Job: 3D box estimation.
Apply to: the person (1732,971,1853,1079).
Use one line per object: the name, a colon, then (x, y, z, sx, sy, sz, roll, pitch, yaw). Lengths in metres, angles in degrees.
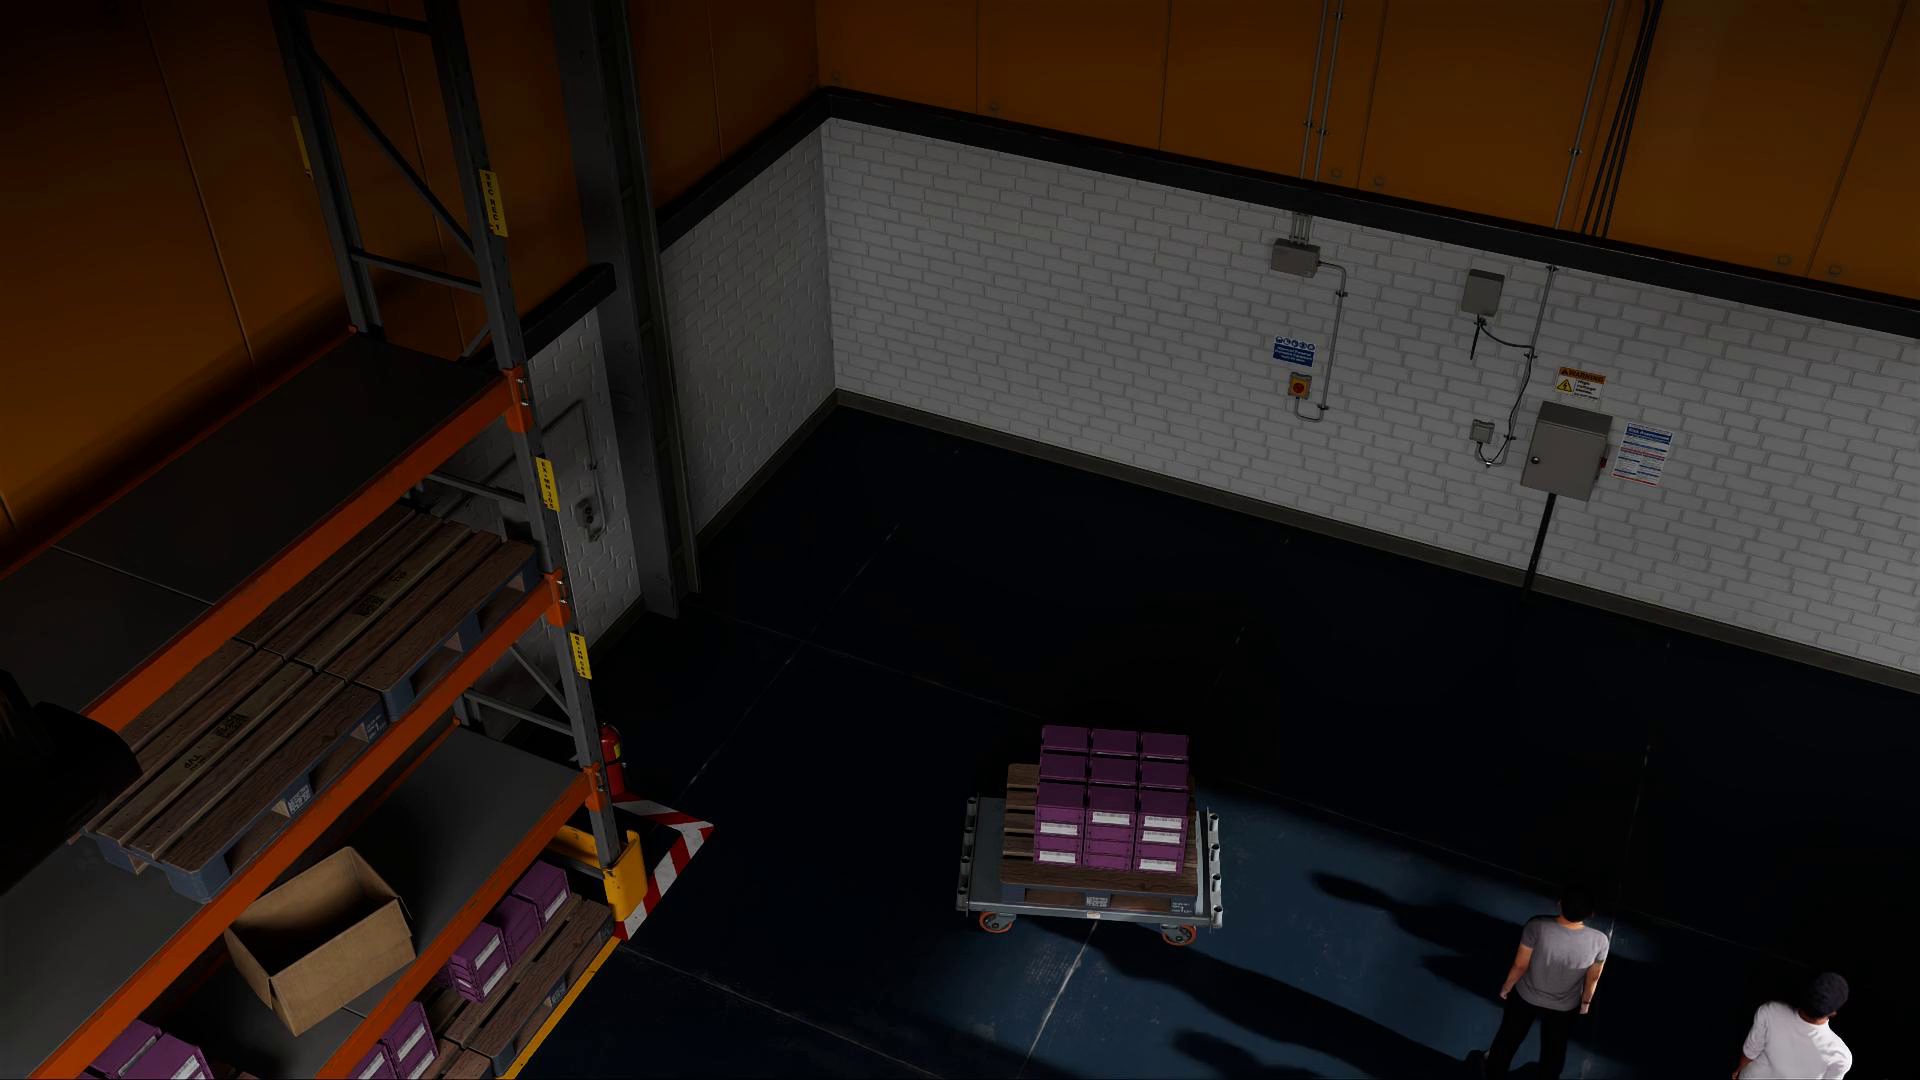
person: (4.252, 2.857, 8.659, 0.704, 1.817, 0.719, -31, 48, -33)

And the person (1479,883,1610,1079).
person: (3.234, 2.491, 9.167, 0.657, 1.755, 0.595, 10, 40, 12)
